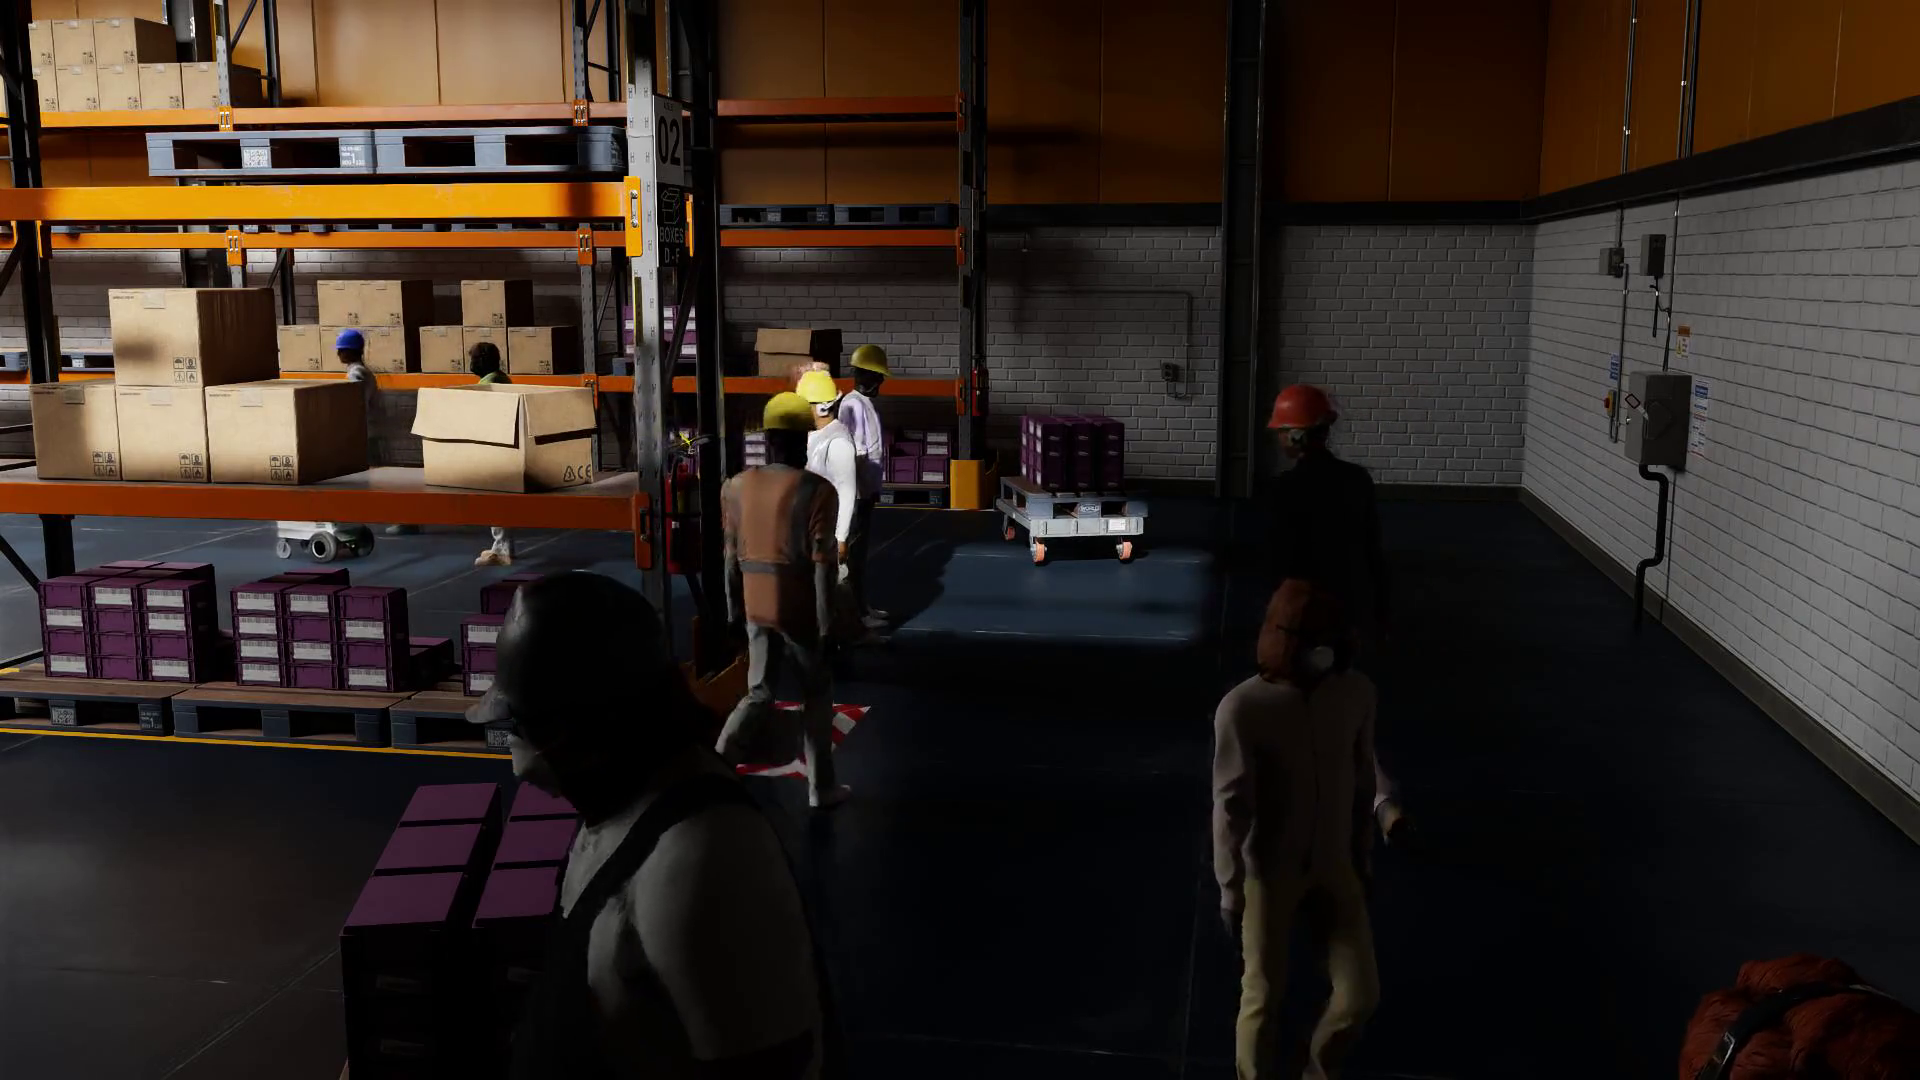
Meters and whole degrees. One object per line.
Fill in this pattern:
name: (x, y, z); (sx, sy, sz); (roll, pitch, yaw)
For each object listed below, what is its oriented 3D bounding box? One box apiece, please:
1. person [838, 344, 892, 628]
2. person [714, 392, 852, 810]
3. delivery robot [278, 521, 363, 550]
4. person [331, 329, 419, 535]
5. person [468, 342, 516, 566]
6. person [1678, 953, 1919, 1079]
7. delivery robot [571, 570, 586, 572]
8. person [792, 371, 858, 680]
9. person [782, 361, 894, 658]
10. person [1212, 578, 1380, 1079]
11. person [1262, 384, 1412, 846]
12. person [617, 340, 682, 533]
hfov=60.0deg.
person: (-0.650, -0.370, 11.352); (0.379, 1.920, 0.586); (0, 9, -1)
person: (-0.822, 0.310, 7.244); (0.601, 1.894, 0.838); (5, 10, 29)
delivery robot: (-5.382, -0.158, 13.973); (0.707, 0.478, 0.477); (4, 10, 24)
person: (-5.434, -0.963, 15.110); (0.990, 1.901, 0.625); (-2, 9, -14)
person: (-3.864, -0.710, 13.712); (0.429, 1.839, 0.633); (-1, 9, -6)
person: (0.644, 1.253, 1.400); (0.575, 1.882, 0.360); (-2, 9, -12)
delivery robot: (-2.368, 0.428, 10.334); (0.707, 0.478, 0.477); (4, 10, 21)
person: (-0.816, -0.083, 9.854); (0.403, 1.827, 0.601); (-4, 10, -23)
person: (-0.924, -0.183, 10.410); (0.980, 1.861, 0.659); (-2, 9, -12)
person: (0.904, 0.902, 4.398); (0.522, 1.617, 0.441); (-3, 10, -20)
person: (1.617, 0.313, 7.082); (0.645, 1.951, 0.925); (-8, 12, -39)
person: (-2.743, -0.935, 15.287); (0.999, 1.788, 0.525); (0, 9, -2)
